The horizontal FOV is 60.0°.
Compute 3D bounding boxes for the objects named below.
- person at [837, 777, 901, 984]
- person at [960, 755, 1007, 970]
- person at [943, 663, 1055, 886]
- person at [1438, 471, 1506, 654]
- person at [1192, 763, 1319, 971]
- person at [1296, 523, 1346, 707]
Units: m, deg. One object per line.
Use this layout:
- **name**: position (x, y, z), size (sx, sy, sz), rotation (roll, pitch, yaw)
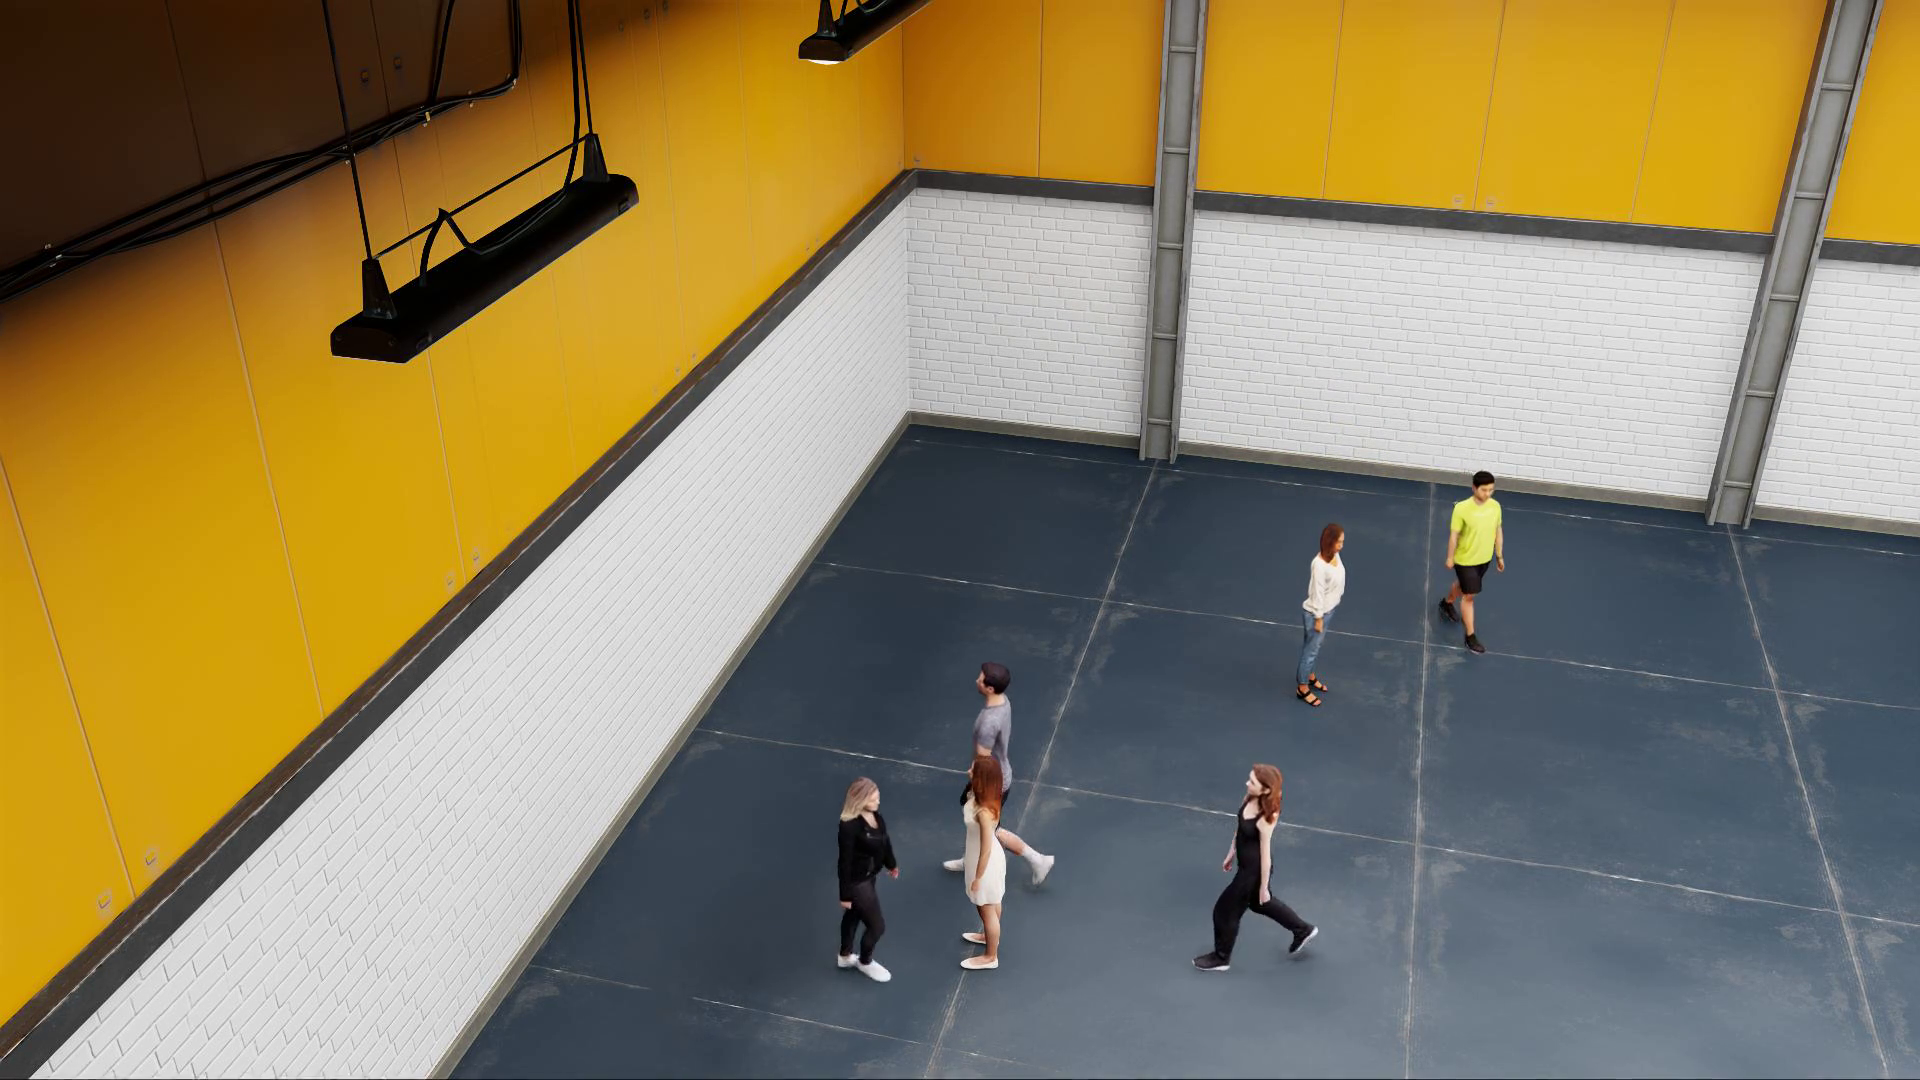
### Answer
- **person**: position (-0.760, 2.261, 11.175), size (0.635, 1.670, 0.648), rotation (3, 29, 5)
- **person**: position (0.174, 2.171, 11.296), size (0.581, 1.712, 0.594), rotation (2, 29, 4)
- **person**: position (0.307, 1.734, 11.962), size (1.088, 1.842, 0.715), rotation (5, 29, 9)
- **person**: position (4.620, 0.106, 15.126), size (1.115, 1.671, 1.091), rotation (-10, 30, -17)
- **person**: position (2.068, 2.204, 11.226), size (1.175, 1.721, 0.830), rotation (-2, 29, -4)
- **person**: position (3.066, 0.602, 14.207), size (0.611, 1.679, 0.659), rotation (14, 32, 24)
